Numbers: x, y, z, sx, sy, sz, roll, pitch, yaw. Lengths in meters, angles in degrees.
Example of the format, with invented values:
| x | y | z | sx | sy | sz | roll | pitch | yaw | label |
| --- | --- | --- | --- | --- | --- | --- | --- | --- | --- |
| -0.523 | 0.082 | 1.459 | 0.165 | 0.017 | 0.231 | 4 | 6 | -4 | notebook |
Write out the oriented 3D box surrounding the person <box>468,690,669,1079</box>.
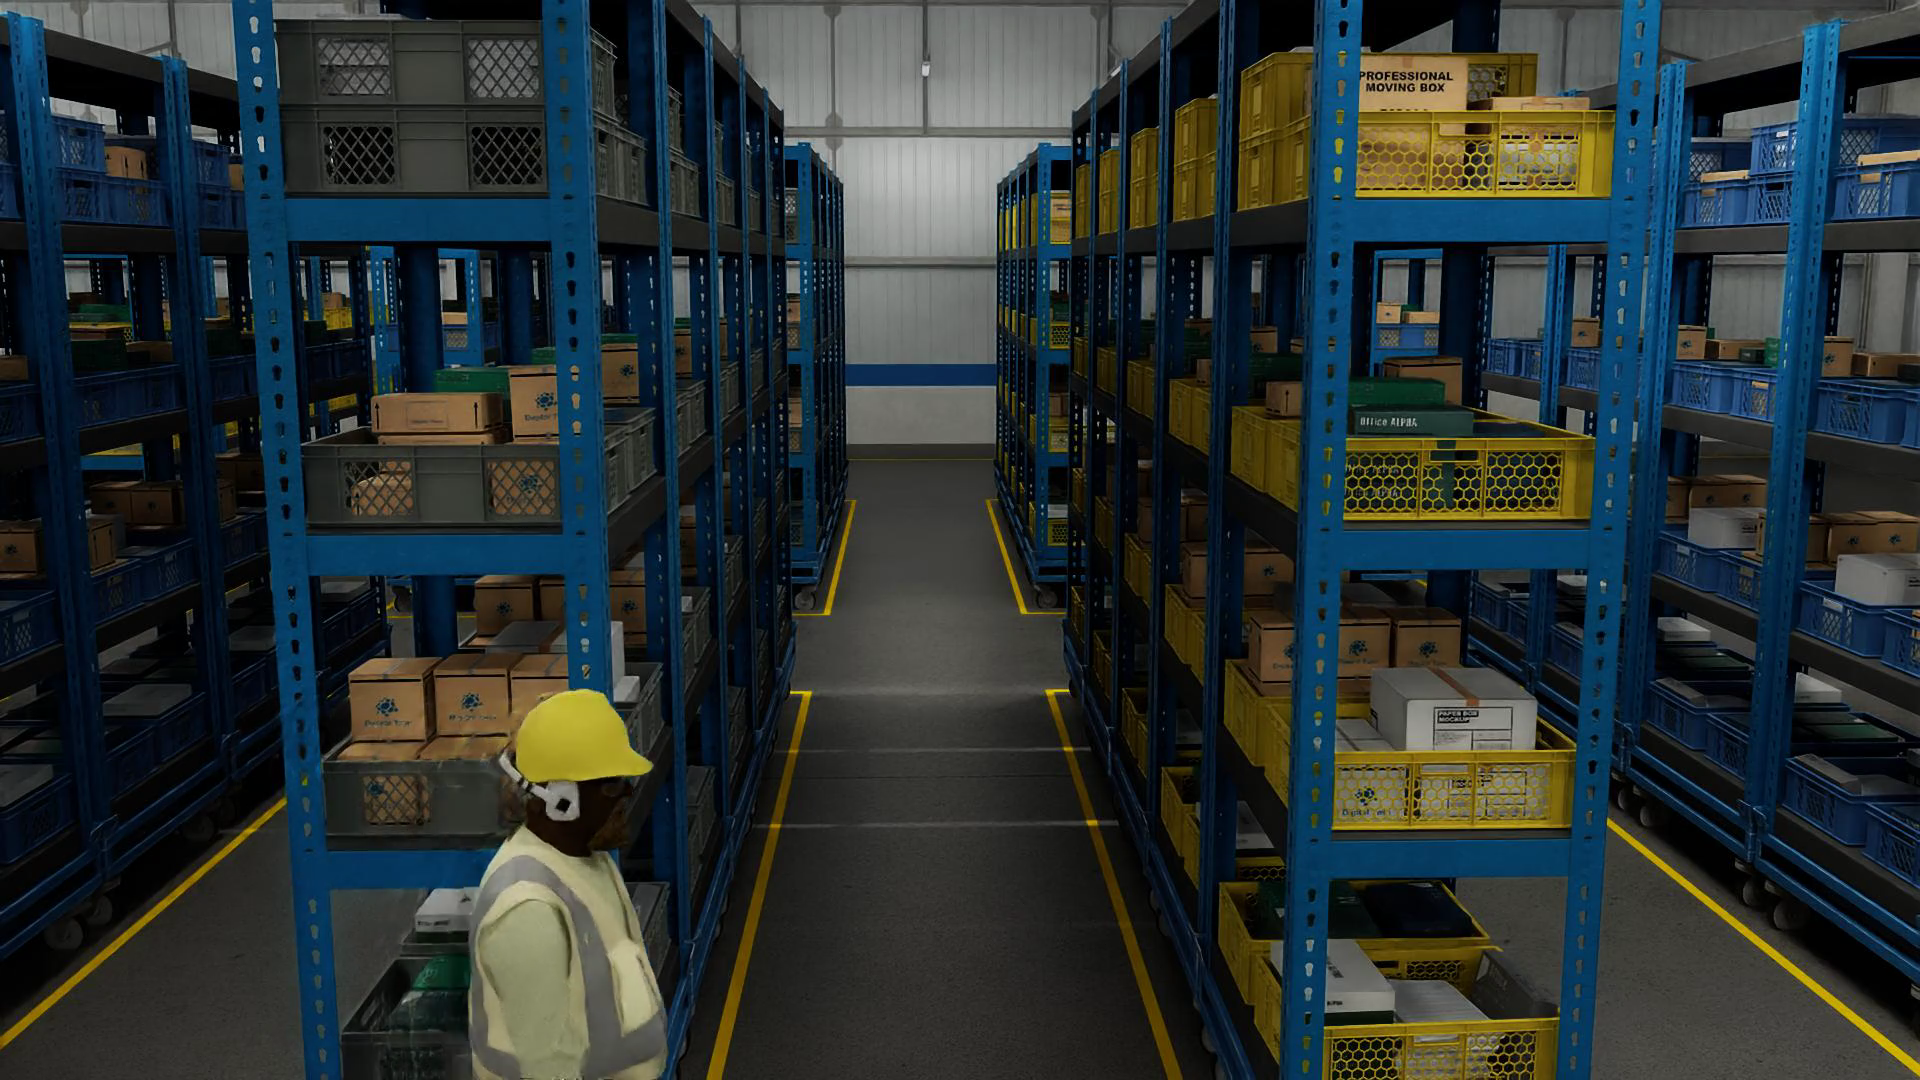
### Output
| x | y | z | sx | sy | sz | roll | pitch | yaw | label |
| --- | --- | --- | --- | --- | --- | --- | --- | --- | --- |
| -0.909 | 1.207 | 3.591 | 0.752 | 1.806 | 0.591 | 0 | 9 | 1 | person |
